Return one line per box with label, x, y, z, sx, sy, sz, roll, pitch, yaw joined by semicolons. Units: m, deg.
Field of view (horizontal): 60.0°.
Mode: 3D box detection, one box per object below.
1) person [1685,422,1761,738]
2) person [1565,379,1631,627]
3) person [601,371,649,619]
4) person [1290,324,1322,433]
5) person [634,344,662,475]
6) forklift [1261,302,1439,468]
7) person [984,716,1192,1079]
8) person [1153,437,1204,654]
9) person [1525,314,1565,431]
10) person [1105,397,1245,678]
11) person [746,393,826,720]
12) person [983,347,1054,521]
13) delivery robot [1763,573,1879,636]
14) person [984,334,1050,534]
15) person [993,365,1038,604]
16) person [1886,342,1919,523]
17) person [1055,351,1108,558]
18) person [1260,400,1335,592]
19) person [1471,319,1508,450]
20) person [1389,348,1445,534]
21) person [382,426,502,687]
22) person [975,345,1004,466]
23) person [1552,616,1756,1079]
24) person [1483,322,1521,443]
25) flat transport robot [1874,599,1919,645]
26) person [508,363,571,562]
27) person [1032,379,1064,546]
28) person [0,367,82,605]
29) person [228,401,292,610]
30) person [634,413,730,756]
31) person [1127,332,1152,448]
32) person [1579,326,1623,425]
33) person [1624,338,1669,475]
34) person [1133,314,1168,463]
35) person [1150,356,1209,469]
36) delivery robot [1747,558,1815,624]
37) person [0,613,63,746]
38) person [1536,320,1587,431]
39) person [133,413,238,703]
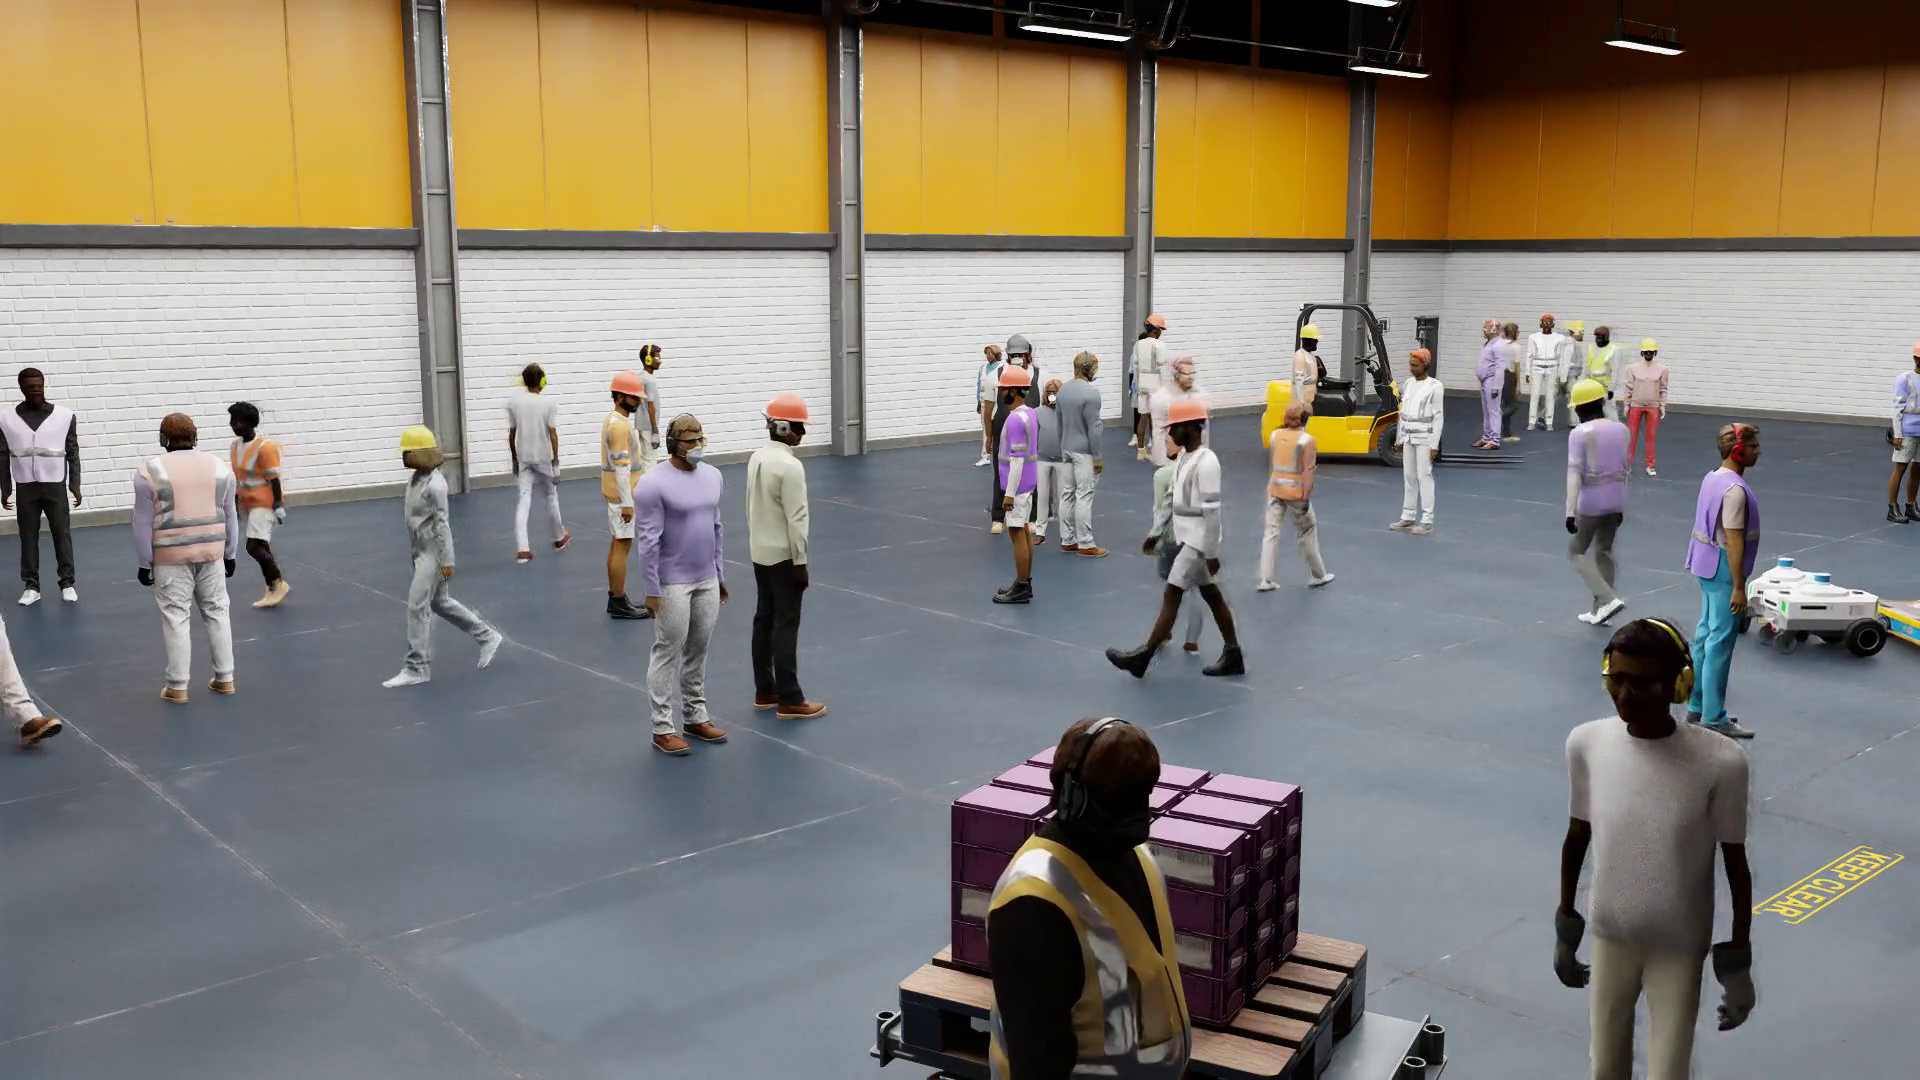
person;4.504;0.225;9.823;0.389;1.850;0.566;2;10;10
person;4.805;-0.263;12.538;0.633;1.895;0.523;-5;11;-25
person;-2.597;-0.351;12.967;0.381;1.926;0.550;-3;10;-16
person;4.533;-1.862;21.820;0.388;1.927;0.589;4;11;24
person;-3.365;-1.181;18.016;0.313;1.865;0.528;-5;11;-26
forklift;5.320;-2.157;22.763;2.313;2.155;1.214;3;10;16
person;0.290;1.283;3.668;0.430;1.840;0.622;4;11;23
person;1.593;-0.009;11.879;0.506;1.620;0.543;-1;10;-8
person;9.421;-2.693;26.812;0.584;1.882;0.347;3;10;18
person;1.472;-0.002;11.071;1.004;1.871;0.546;-1;10;-4
person;-1.082;0.095;10.187;0.401;1.986;0.612;-6;11;-32
person;0.601;-1.147;17.662;0.889;1.910;0.621;1;10;5
delivery robot;6.128;0.478;11.859;0.707;0.478;0.477;0;10;1
person;0.585;-1.066;16.828;0.689;2.000;0.537;0;10;0
person;0.444;-0.448;13.507;0.358;1.937;0.548;2;10;12
person;10.105;-1.141;17.571;0.544;1.937;0.358;-3;10;-16
person;1.135;-0.799;15.582;0.370;1.934;0.627;-6;11;-30
person;2.841;-0.372;14.049;0.809;1.605;0.533;-8;13;-40
person;7.713;-2.264;24.231;0.401;1.910;0.640;0;10;3
person;4.658;-1.003;16.931;0.365;1.885;0.600;-4;11;-23
person;-3.462;0.084;11.059;0.802;1.718;0.492;-7;12;-35
person;0.441;-1.789;22.226;0.514;1.642;0.310;7;12;36
person;1.934;1.111;4.614;0.564;1.854;0.474;9;13;42
person;8.186;-2.355;24.988;0.610;1.826;0.526;-3;10;-18
flat transport robot;7.136;0.646;11.976;0.652;0.197;1.431;0;10;1
person;-3.958;-0.740;15.587;0.548;1.817;0.996;1;10;5
person;0.911;-0.748;16.155;0.498;1.633;0.285;2;10;14
person;-7.473;-0.442;13.519;0.596;1.921;0.381;-4;10;-22
person;-5.576;-0.266;13.179;0.547;1.675;0.377;8;12;38
person;-1.567;0.241;9.474;0.355;1.937;0.634;7;12;35
person;2.717;-2.205;24.497;0.535;1.699;0.318;5;11;29
person;9.539;-2.284;24.729;0.999;1.785;0.631;-7;12;-34
person;8.813;-1.709;21.396;0.525;1.769;0.315;3;10;16
person;2.631;-2.063;22.683;0.387;2.034;0.605;-7;12;-36
person;2.076;-0.798;15.712;0.678;1.885;0.481;-6;11;-31
delivery robot;6.158;0.377;12.445;0.477;0.478;0.707;8;12;39
person;-5.621;0.251;9.379;0.980;1.946;0.623;4;11;23
person;9.743;-2.660;26.881;0.804;1.802;0.595;2;10;12
person;-4.905;0.110;10.563;0.430;1.837;0.632;9;13;42
